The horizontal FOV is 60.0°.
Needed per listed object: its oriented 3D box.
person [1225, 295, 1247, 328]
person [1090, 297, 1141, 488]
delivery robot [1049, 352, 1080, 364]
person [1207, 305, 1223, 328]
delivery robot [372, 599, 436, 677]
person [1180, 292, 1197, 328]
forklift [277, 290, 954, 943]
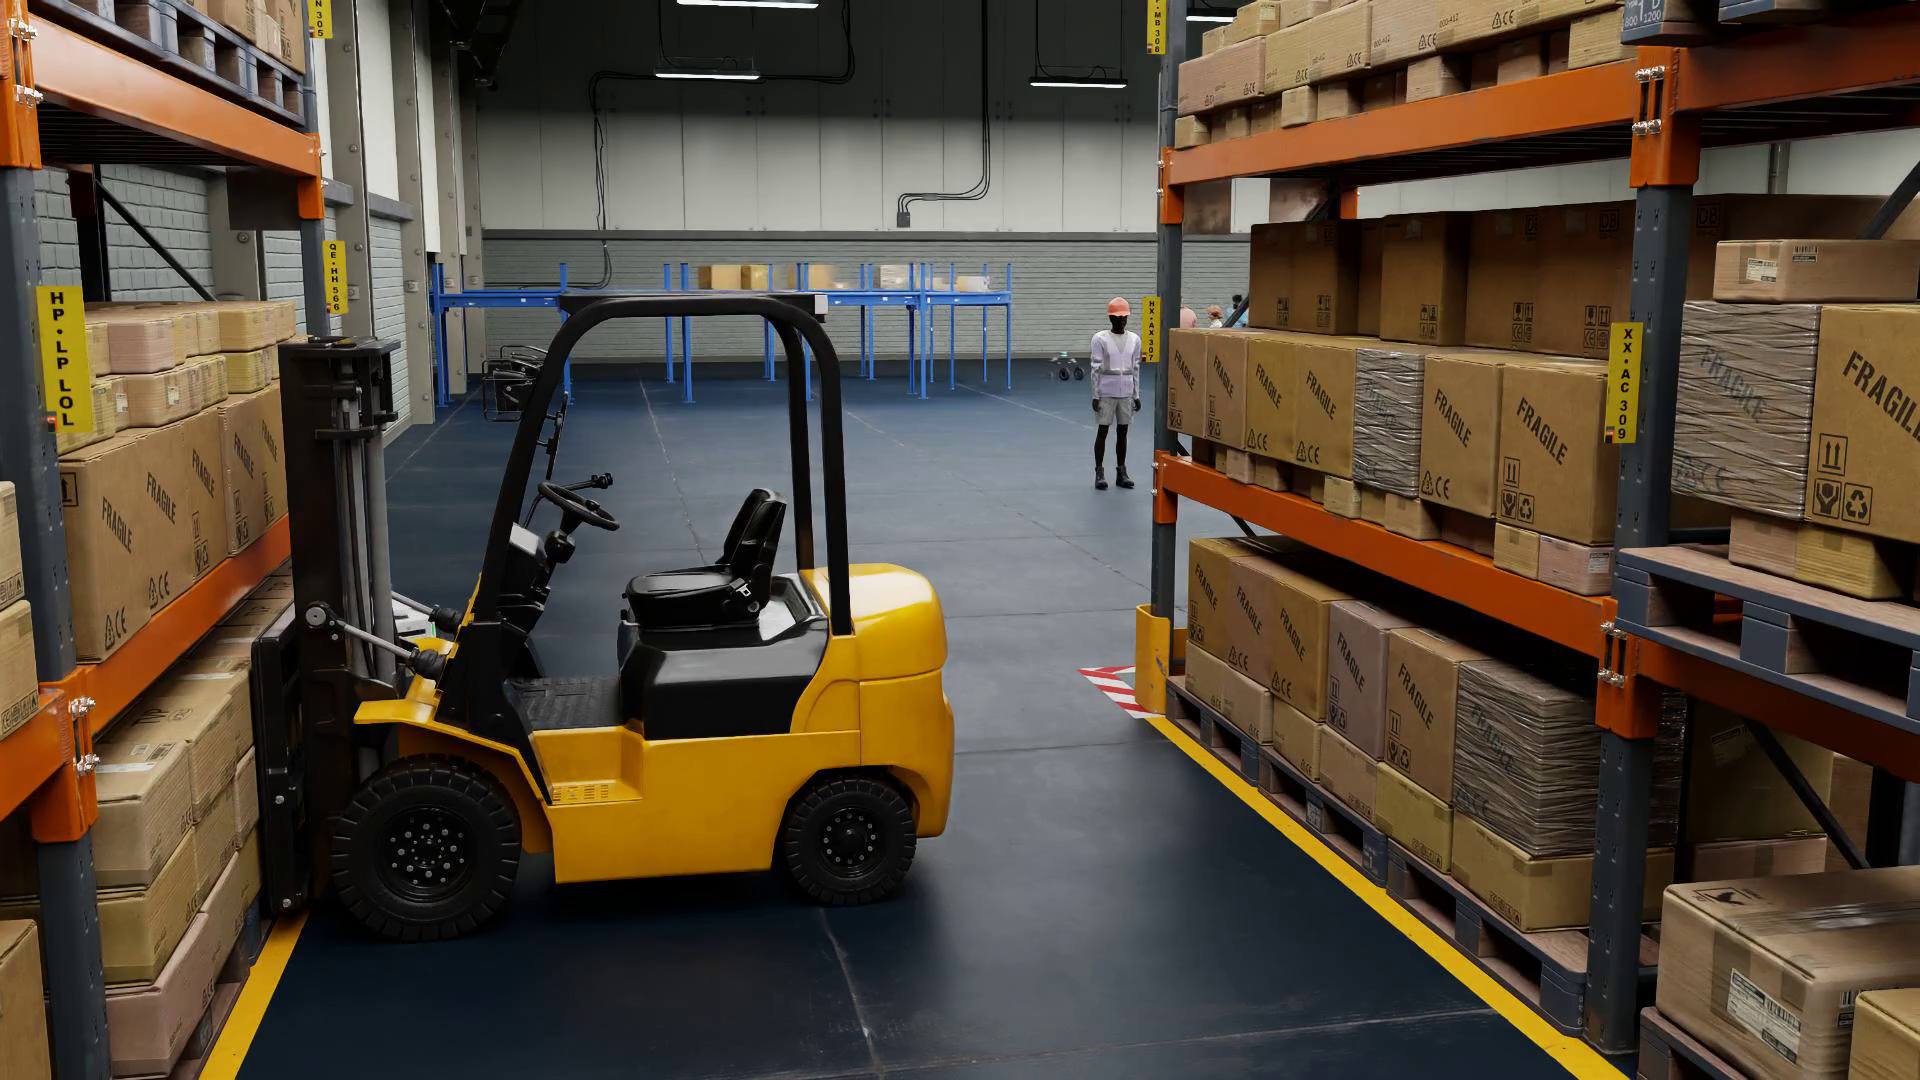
[{"bbox_3d":[5.975,-4.482,36.008,0.554,1.650,0.613,6,11,33],"label":"person"},{"bbox_3d":[1.602,-1.504,17.022,0.542,1.939,0.364,-3,10,-17],"label":"person"},{"bbox_3d":[2.100,-3.667,33.469,0.335,0.223,0.698,-8,12,-40],"label":"delivery robot"},{"bbox_3d":[4.097,-2.949,26.746,0.309,1.640,0.511,0,9,0],"label":"person"},{"bbox_3d":[-3.133,0.480,8.985,0.477,0.478,0.707,-9,13,-43],"label":"delivery robot"},{"bbox_3d":[3.256,-2.817,25.140,0.641,1.905,0.410,-5,11,-28],"label":"person"},{"bbox_3d":[-1.179,0.175,6.143,2.313,2.155,1.214,-2,10,-12],"label":"forklift"}]
